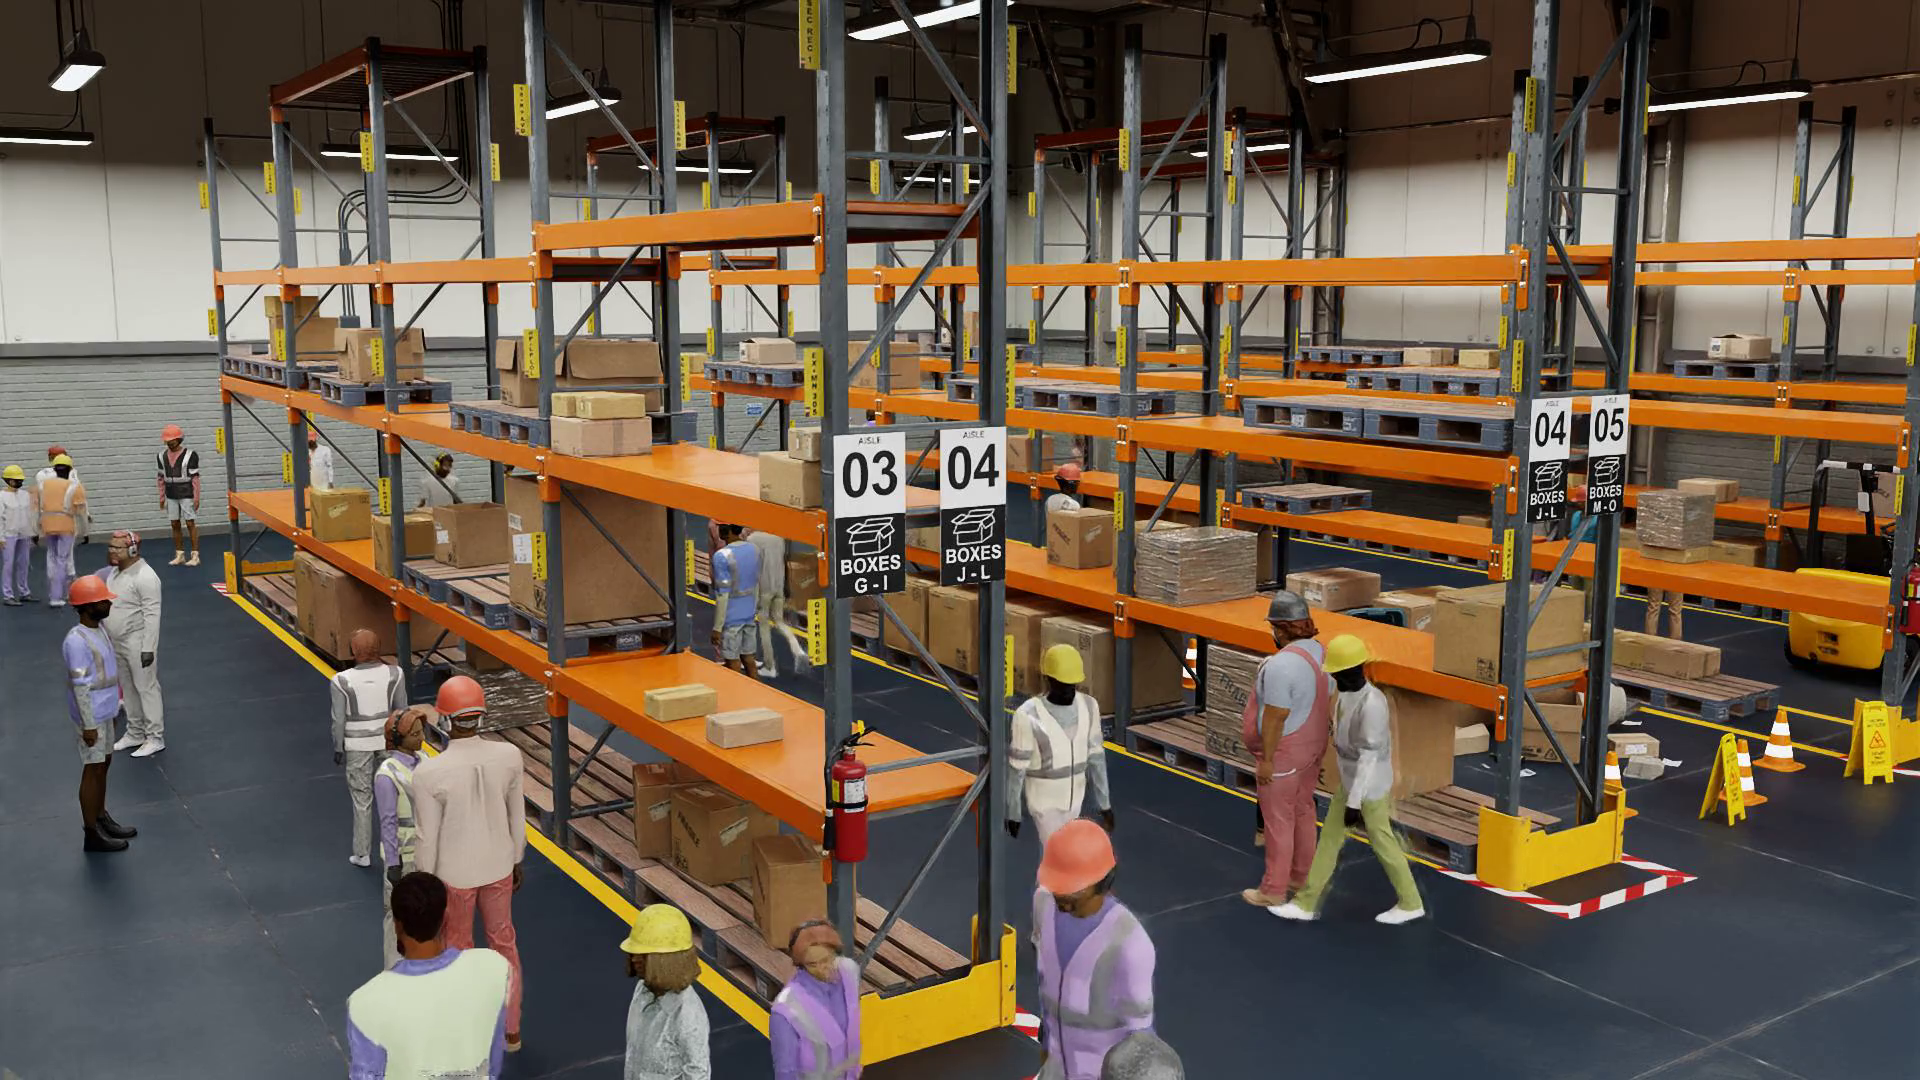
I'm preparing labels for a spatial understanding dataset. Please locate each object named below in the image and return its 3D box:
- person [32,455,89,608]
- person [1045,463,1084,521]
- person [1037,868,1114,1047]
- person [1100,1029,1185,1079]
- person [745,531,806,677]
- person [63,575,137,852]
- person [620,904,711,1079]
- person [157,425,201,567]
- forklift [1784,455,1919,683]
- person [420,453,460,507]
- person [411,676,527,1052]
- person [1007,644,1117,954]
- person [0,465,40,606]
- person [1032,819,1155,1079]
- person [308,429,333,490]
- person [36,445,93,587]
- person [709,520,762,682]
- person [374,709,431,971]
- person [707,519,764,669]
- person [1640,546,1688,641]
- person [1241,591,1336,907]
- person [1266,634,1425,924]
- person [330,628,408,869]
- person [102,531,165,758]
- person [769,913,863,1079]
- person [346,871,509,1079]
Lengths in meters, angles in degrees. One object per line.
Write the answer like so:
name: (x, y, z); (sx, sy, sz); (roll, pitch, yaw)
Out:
person: (-11.171, -0.123, 20.740); (0.606, 1.862, 0.890); (0, 9, -1)
person: (1.162, 0.173, 18.260); (0.418, 2.034, 0.604); (-4, 10, -27)
person: (0.517, 2.069, 6.912); (0.310, 1.642, 0.514); (-7, 11, -39)
person: (0.457, 2.251, 4.373); (0.682, 2.000, 0.538); (-1, 9, -4)
person: (-1.851, 0.507, 16.659); (0.635, 1.837, 0.594); (8, 12, 44)
person: (-6.040, 1.206, 11.657); (0.342, 1.942, 0.552); (-2, 9, -14)
person: (-1.067, 2.153, 6.006); (0.289, 1.746, 0.487); (-6, 11, -37)
person: (-11.070, -0.619, 23.544); (0.611, 2.030, 0.409); (1, 9, 6)
forklift: (9.643, 0.253, 17.172); (2.313, 2.155, 1.214); (-6, 10, -33)
person: (-6.801, -0.238, 21.709); (0.561, 1.818, 0.963); (-3, 9, -21)
person: (-2.476, 1.668, 8.411); (0.377, 1.995, 0.608); (8, 12, 44)
person: (0.600, 1.531, 9.649); (0.583, 1.901, 0.596); (-7, 11, -38)
person: (-11.737, -0.058, 20.696); (0.337, 1.757, 0.518); (3, 9, 19)
person: (0.469, 1.990, 6.271); (0.581, 2.001, 0.639); (-7, 11, -38)
person: (-10.319, -0.934, 26.593); (0.574, 1.738, 0.352); (-3, 9, -22)
person: (-11.912, -0.325, 22.055); (0.379, 1.879, 0.697); (3, 9, 20)
person: (-2.010, 0.689, 14.760); (0.382, 2.045, 0.605); (5, 10, 28)
person: (-3.032, 1.731, 9.168); (0.307, 1.639, 0.525); (1, 9, 7)
person: (-2.316, 0.382, 17.307); (0.676, 1.899, 0.394); (5, 10, 30)
person: (7.538, 0.389, 17.736); (0.560, 1.748, 0.330); (5, 10, 31)
person: (2.076, 1.310, 10.636); (0.535, 2.000, 0.685); (7, 11, 39)
person: (2.426, 1.476, 10.163); (0.994, 1.856, 0.642); (-1, 9, -7)
person: (-3.999, 1.409, 11.305); (0.514, 1.642, 0.310); (-5, 10, -32)
person: (-6.994, 0.866, 14.024); (0.644, 1.913, 0.408); (6, 10, 35)
person: (-0.554, 2.167, 6.348); (0.402, 1.609, 0.562); (5, 10, 32)
person: (-1.943, 2.083, 6.011); (0.596, 1.887, 0.833); (-6, 10, -34)
